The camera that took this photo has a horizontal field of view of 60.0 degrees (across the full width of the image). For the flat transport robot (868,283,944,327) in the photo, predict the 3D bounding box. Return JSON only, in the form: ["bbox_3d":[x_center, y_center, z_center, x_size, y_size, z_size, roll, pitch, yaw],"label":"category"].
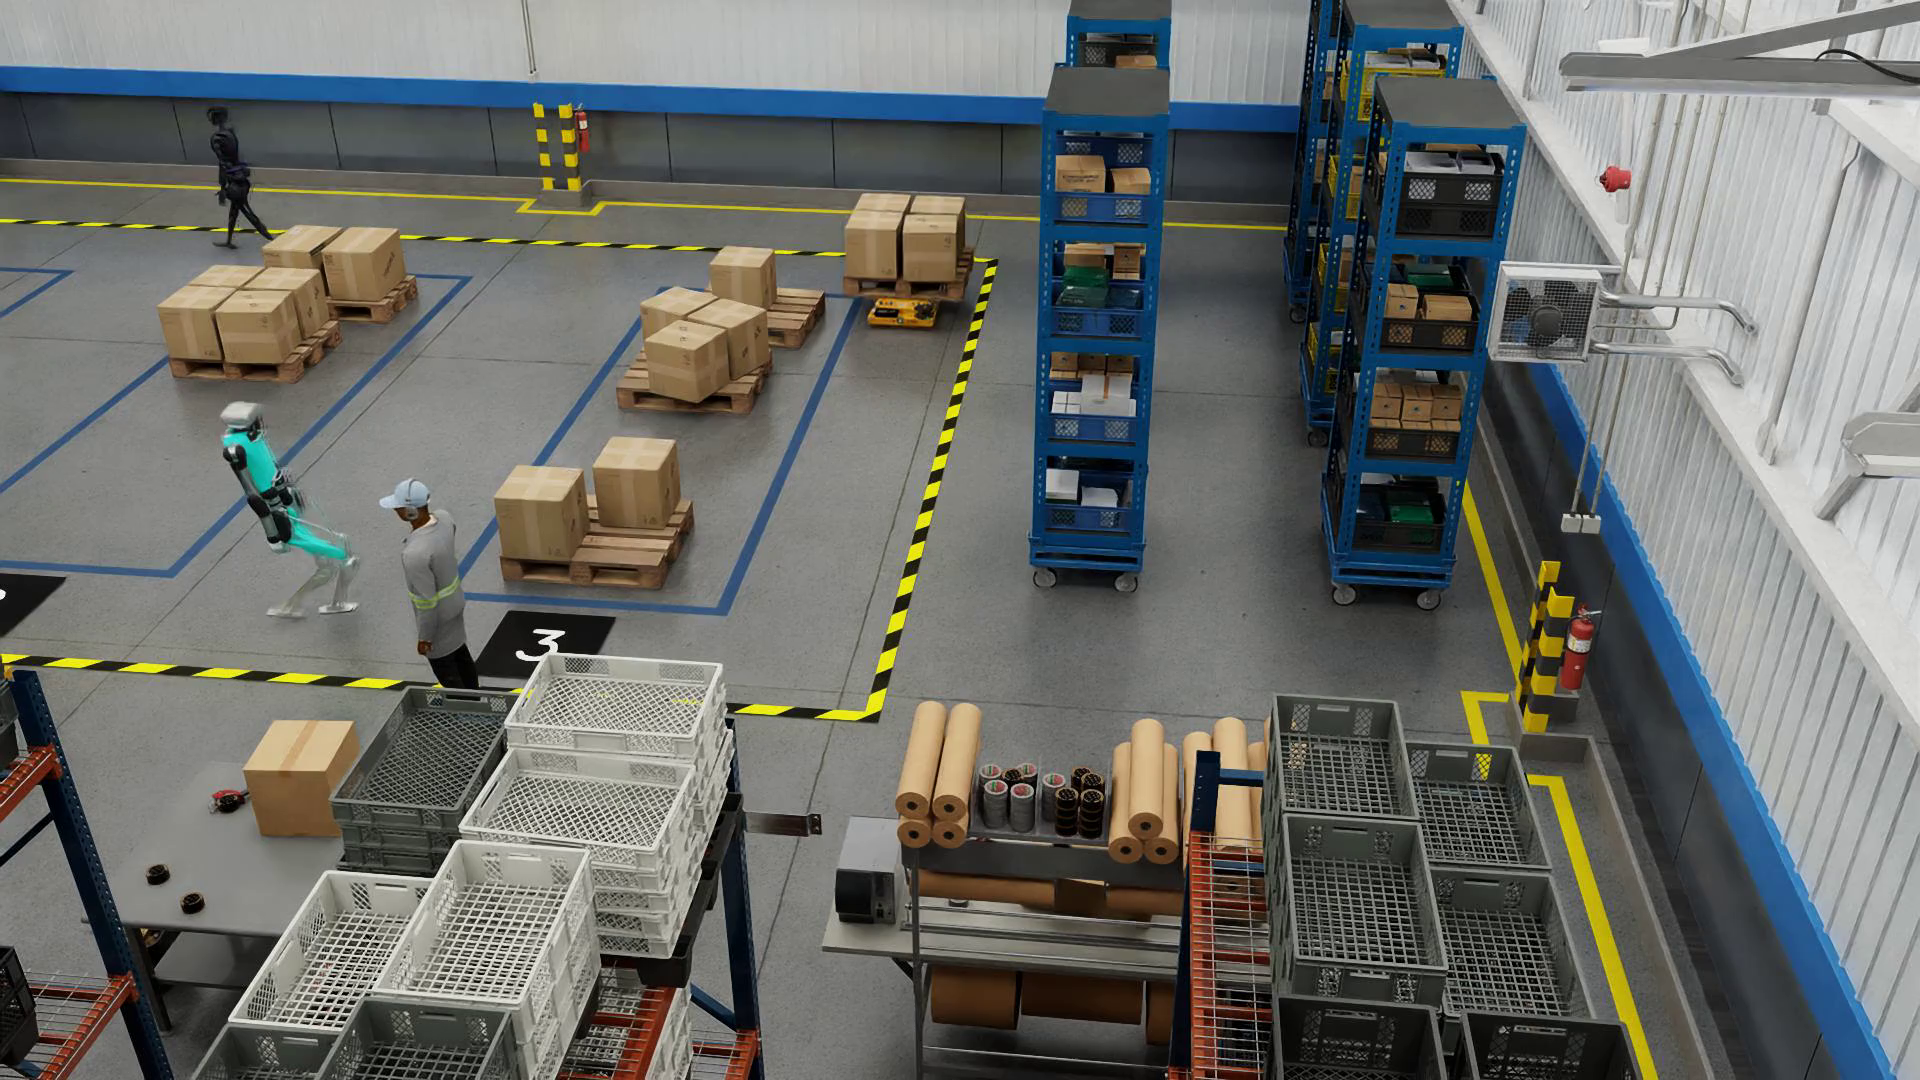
[{"bbox_3d":[-0.511,-2.560,17.044,0.652,0.197,1.431,3,30,6],"label":"flat transport robot"}]

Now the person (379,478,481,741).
[{"bbox_3d":[-3.276,0.444,10.337,0.390,1.850,0.599,1,30,2],"label":"person"}]

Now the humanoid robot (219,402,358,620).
[{"bbox_3d":[-4.534,-0.152,11.460,0.911,1.742,0.530,-4,30,-6],"label":"humanoid robot"}]

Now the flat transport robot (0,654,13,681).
[{"bbox_3d":[-7.142,0.969,11.010,1.431,0.231,0.659,3,30,6],"label":"flat transport robot"}]

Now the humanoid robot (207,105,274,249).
[{"bbox_3d":[-7.859,-3.883,18.005,0.822,1.625,0.588,-2,30,-4],"label":"humanoid robot"}]
